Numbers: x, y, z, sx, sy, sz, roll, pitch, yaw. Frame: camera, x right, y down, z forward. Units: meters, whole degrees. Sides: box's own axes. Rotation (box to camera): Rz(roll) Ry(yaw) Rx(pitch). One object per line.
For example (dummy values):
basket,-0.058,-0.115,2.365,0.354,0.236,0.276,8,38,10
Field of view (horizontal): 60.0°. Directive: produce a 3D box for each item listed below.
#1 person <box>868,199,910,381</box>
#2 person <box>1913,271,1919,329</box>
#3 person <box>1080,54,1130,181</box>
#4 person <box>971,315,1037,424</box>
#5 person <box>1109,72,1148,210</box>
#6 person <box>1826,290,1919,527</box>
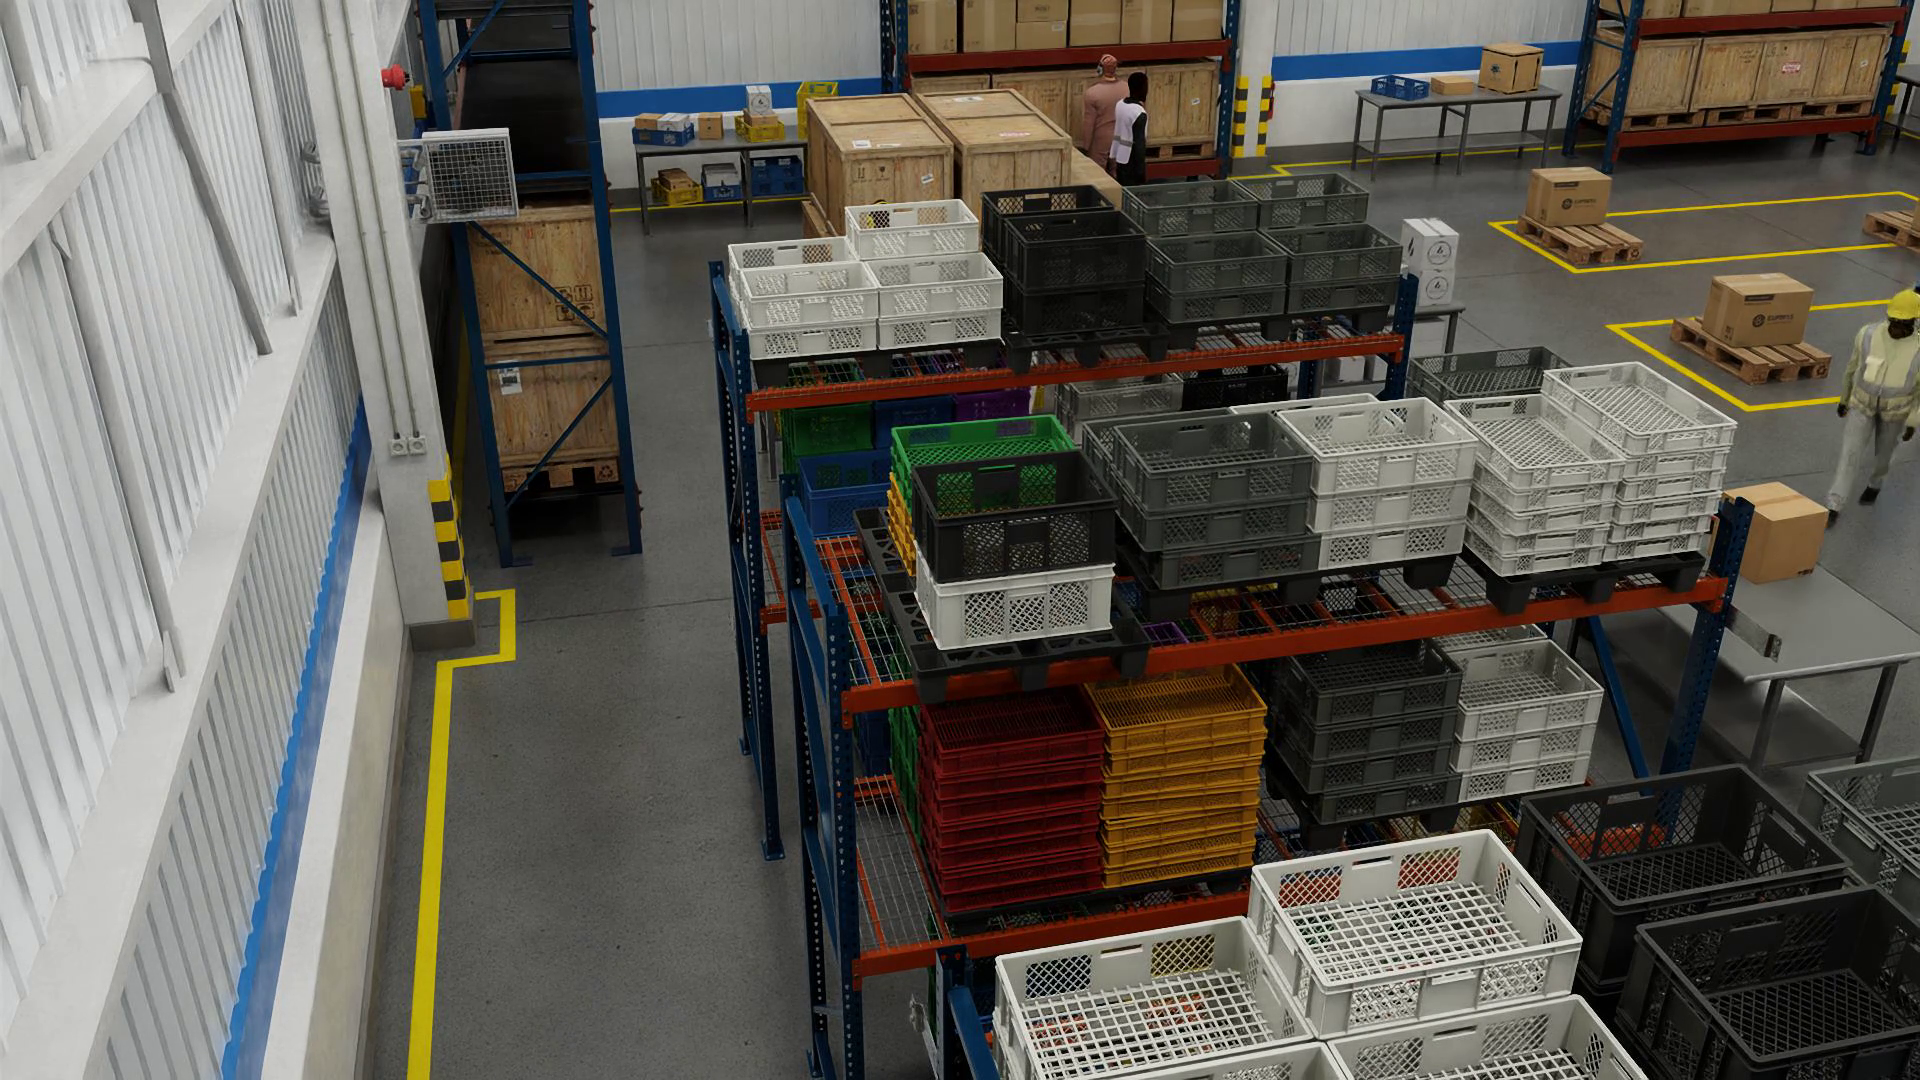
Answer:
person,-0.638,-1.939,13.991,0.521,1.874,0.328,-13,31,-23
person,8.341,-1.910,14.130,0.532,1.693,0.318,12,30,22
person,1.637,-4.535,18.881,0.643,1.909,0.410,-16,32,-27
person,0.281,-1.022,12.238,0.572,1.884,0.353,14,31,25
person,1.834,-4.108,18.067,0.383,1.911,0.588,-10,29,-18
person,6.815,-0.997,12.305,0.601,1.786,0.935,20,34,32
